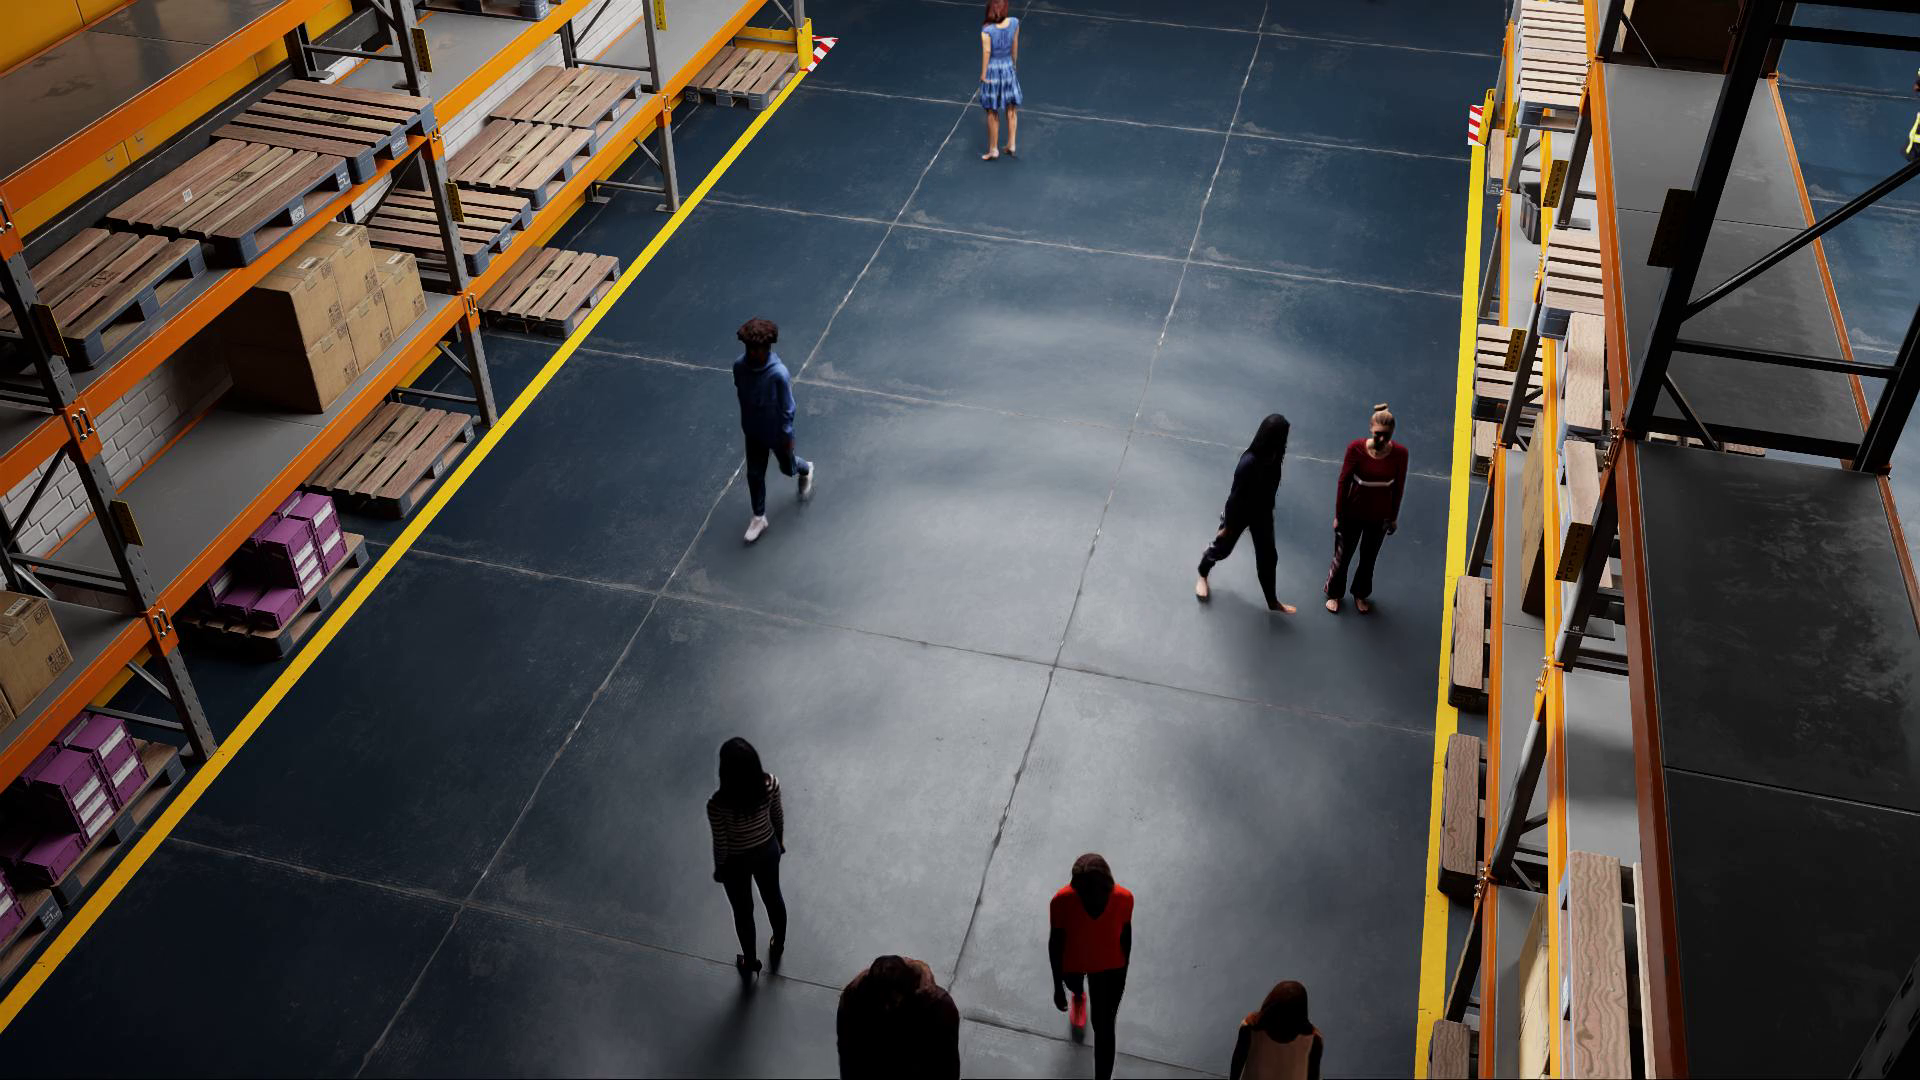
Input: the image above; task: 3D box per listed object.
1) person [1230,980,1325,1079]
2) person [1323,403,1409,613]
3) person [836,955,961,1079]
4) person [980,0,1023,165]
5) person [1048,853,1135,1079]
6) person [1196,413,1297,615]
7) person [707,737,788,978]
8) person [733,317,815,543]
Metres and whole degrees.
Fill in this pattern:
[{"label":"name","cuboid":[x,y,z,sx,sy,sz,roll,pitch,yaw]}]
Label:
[{"label":"person","cuboid":[1.525,2.673,8.143,0.589,1.711,0.635,8,39,10]},{"label":"person","cuboid":[2.869,-0.204,11.756,0.658,1.697,0.584,1,39,1]},{"label":"person","cuboid":[-0.281,2.589,8.150,0.888,1.833,1.018,0,39,0]},{"label":"person","cuboid":[0.409,-4.856,17.494,0.732,1.805,0.819,-26,45,-28]},{"label":"person","cuboid":[0.660,2.175,8.831,0.787,1.630,1.231,0,39,1]},{"label":"person","cuboid":[1.999,-0.235,11.810,1.096,1.678,1.114,-21,43,-24]},{"label":"person","cuboid":[-1.160,1.768,9.207,0.624,1.797,0.695,-22,44,-25]},{"label":"person","cuboid":[-1.398,-0.897,12.553,0.805,1.786,1.150,16,41,19]}]
